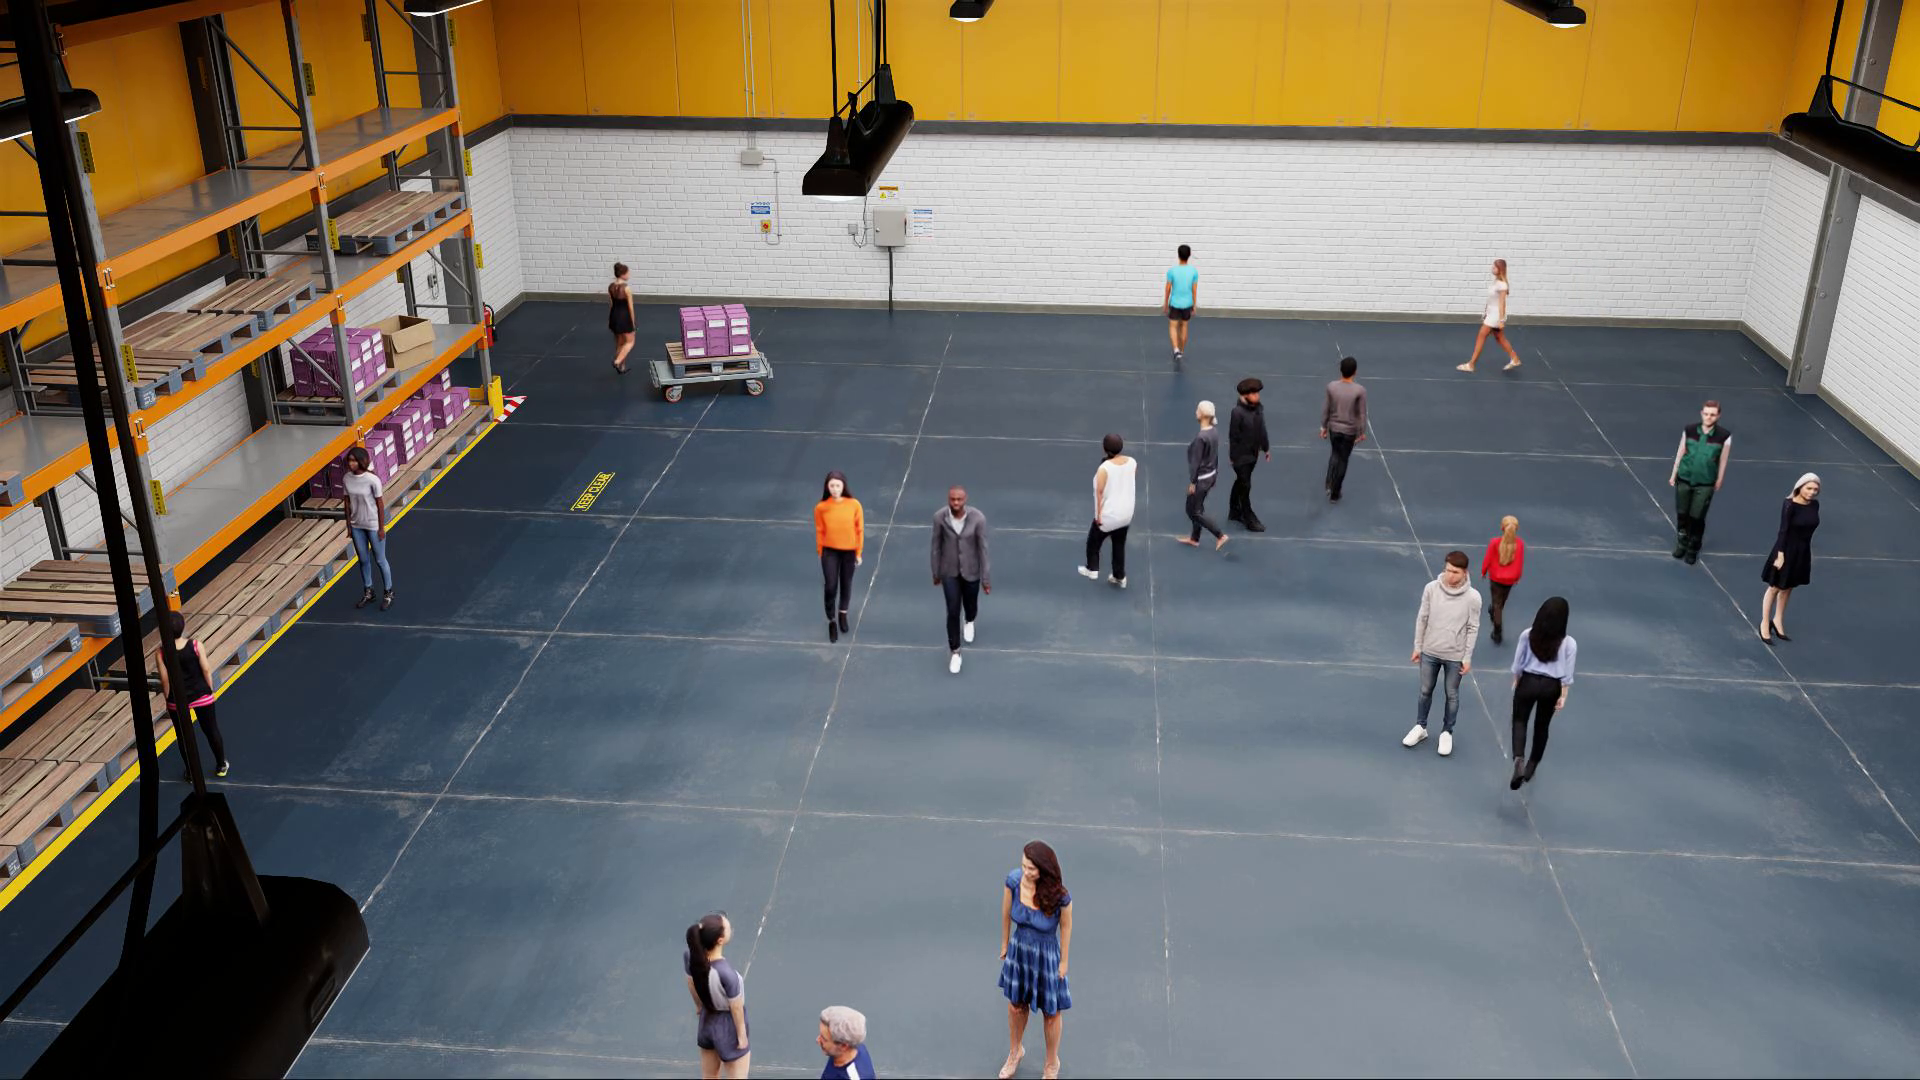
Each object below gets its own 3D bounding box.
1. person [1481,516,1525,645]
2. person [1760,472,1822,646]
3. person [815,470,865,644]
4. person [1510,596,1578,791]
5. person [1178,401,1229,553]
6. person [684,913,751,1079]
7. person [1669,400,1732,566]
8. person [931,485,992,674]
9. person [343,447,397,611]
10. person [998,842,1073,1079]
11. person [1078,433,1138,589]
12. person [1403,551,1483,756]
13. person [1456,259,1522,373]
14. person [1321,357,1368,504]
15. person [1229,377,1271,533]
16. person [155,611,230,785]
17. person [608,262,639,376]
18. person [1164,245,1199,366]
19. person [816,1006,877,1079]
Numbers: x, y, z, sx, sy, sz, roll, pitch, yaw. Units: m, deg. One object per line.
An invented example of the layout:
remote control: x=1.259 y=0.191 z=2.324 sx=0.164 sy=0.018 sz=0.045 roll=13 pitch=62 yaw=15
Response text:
person: x=5.291 y=0.400 z=16.199 sx=0.523 sy=1.249 sz=0.886 roll=1 pitch=24 yaw=2
person: x=8.057 y=0.161 z=16.125 sx=0.683 sy=1.747 sz=0.693 roll=-8 pitch=25 yaw=-17
person: x=-1.179 y=0.097 z=16.289 sx=0.710 sy=1.732 sz=0.796 roll=-4 pitch=24 yaw=-9
person: x=4.706 y=1.289 z=13.571 sx=0.799 sy=1.725 sz=1.007 roll=9 pitch=25 yaw=19
person: x=2.693 y=-0.663 z=18.055 sx=0.905 sy=1.710 sz=0.923 roll=15 pitch=28 yaw=30
person: x=-1.429 y=2.926 z=9.920 sx=0.675 sy=1.650 sz=0.701 roll=19 pitch=30 yaw=36
person: x=7.952 y=-0.670 z=17.921 sx=0.806 sy=1.831 sz=0.850 roll=18 pitch=29 yaw=35
person: x=0.021 y=0.289 z=15.788 sx=0.764 sy=1.781 sz=1.130 roll=1 pitch=24 yaw=2
person: x=-5.994 y=-0.129 z=16.821 sx=0.610 sy=1.720 sz=0.566 roll=5 pitch=24 yaw=12
person: x=0.465 y=2.653 z=10.351 sx=0.749 sy=1.805 sz=0.724 roll=13 pitch=27 yaw=26
person: x=1.610 y=-0.284 z=17.240 sx=0.882 sy=1.668 sz=0.956 roll=-14 pitch=27 yaw=-29
person: x=4.153 y=0.938 z=14.215 sx=0.750 sy=1.852 sz=0.729 roll=13 pitch=27 yaw=28
person: x=7.787 y=-3.190 z=23.909 sx=0.635 sy=1.651 sz=1.083 roll=2 pitch=24 yaw=4
person: x=4.417 y=-1.246 z=19.331 sx=0.770 sy=1.756 sz=0.793 roll=10 pitch=25 yaw=21
person: x=3.161 y=-1.012 z=18.793 sx=0.929 sy=1.758 sz=0.976 roll=-21 pitch=31 yaw=-39
person: x=-6.396 y=1.287 z=13.791 sx=0.622 sy=1.552 sz=0.654 roll=-12 pitch=26 yaw=-26
person: x=-4.858 y=-3.109 z=23.704 sx=0.736 sy=1.668 sz=0.893 roll=9 pitch=25 yaw=19
person: x=3.226 y=-3.404 z=24.259 sx=0.693 sy=1.763 sz=0.975 roll=-1 pitch=24 yaw=-2
person: x=-0.584 y=3.257 z=8.933 sx=0.798 sy=1.835 sz=0.681 roll=-8 pitch=25 yaw=-18
